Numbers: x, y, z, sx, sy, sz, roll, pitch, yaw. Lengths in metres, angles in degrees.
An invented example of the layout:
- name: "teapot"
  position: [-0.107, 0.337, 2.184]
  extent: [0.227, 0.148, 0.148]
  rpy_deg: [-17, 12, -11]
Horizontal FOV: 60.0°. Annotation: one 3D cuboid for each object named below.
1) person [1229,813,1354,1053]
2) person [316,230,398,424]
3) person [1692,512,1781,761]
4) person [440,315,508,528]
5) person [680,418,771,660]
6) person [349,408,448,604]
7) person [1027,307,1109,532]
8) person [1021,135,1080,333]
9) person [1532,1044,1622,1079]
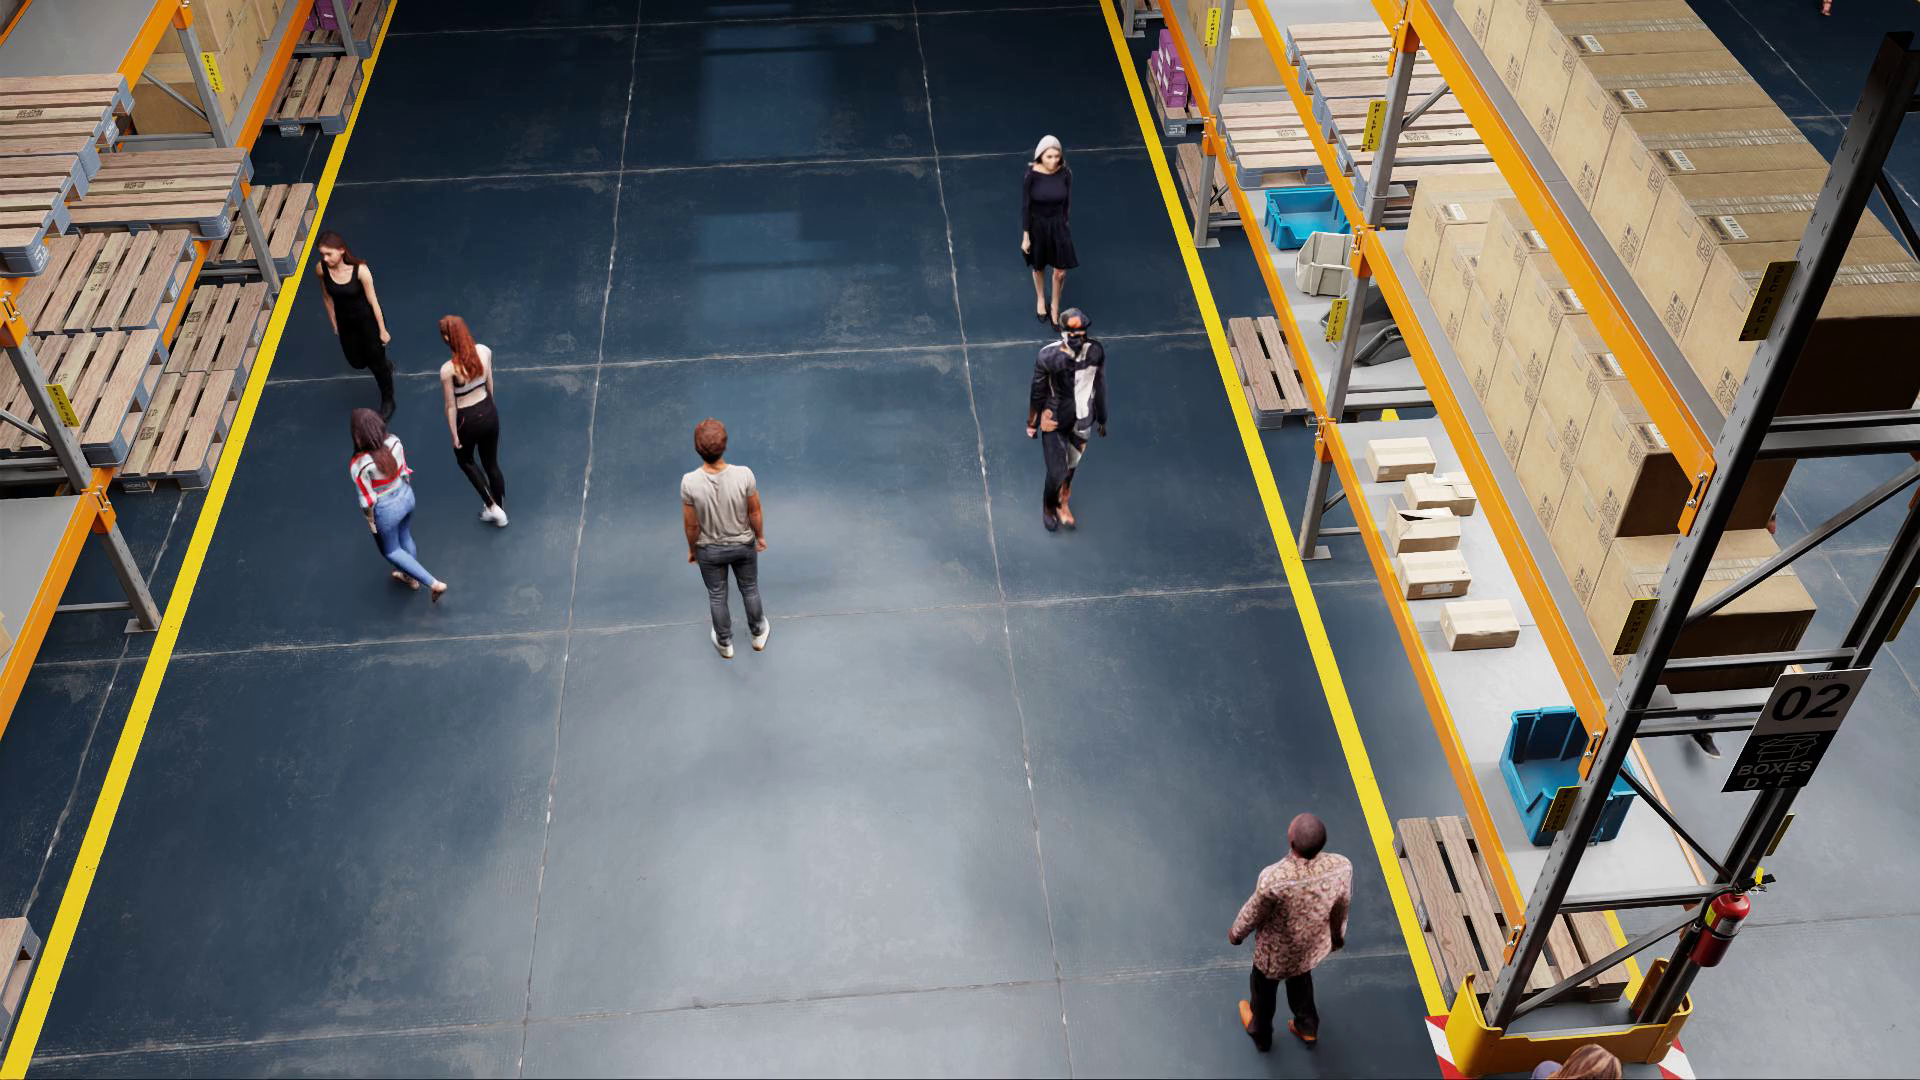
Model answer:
- name: "person"
  position: [1.743, 2.129, 8.562]
  extent: [0.806, 1.790, 0.799]
  rpy_deg: [-15, 46, -16]
- name: "person"
  position: [-4.524, -1.691, 12.656]
  extent: [0.720, 1.673, 0.839]
  rpy_deg: [4, 44, 4]
- name: "person"
  position: [4.643, 0.395, 10.399]
  extent: [0.786, 1.766, 1.239]
  rpy_deg: [2, 44, 2]
- name: "person"
  position: [-3.324, -0.783, 11.658]
  extent: [0.803, 1.735, 0.748]
  rpy_deg: [30, 51, 28]
- name: "person"
  position: [-1.511, 0.014, 10.707]
  extent: [0.705, 1.893, 0.594]
  rpy_deg: [-10, 45, -11]
- name: "person"
  position: [-3.757, -0.201, 11.147]
  extent: [0.932, 1.598, 0.909]
  rpy_deg: [23, 48, 22]
- name: "person"
  position: [0.716, -0.887, 11.660]
  extent: [0.781, 1.882, 0.746]
  rpy_deg: [-14, 45, -14]
- name: "person"
  position: [0.669, -2.537, 13.501]
  extent: [0.609, 1.733, 0.680]
  rpy_deg: [-4, 44, -5]
- name: "person"
  position: [2.774, 2.880, 7.815]
  extent: [0.740, 1.733, 0.632]
  rpy_deg: [-24, 49, -23]
